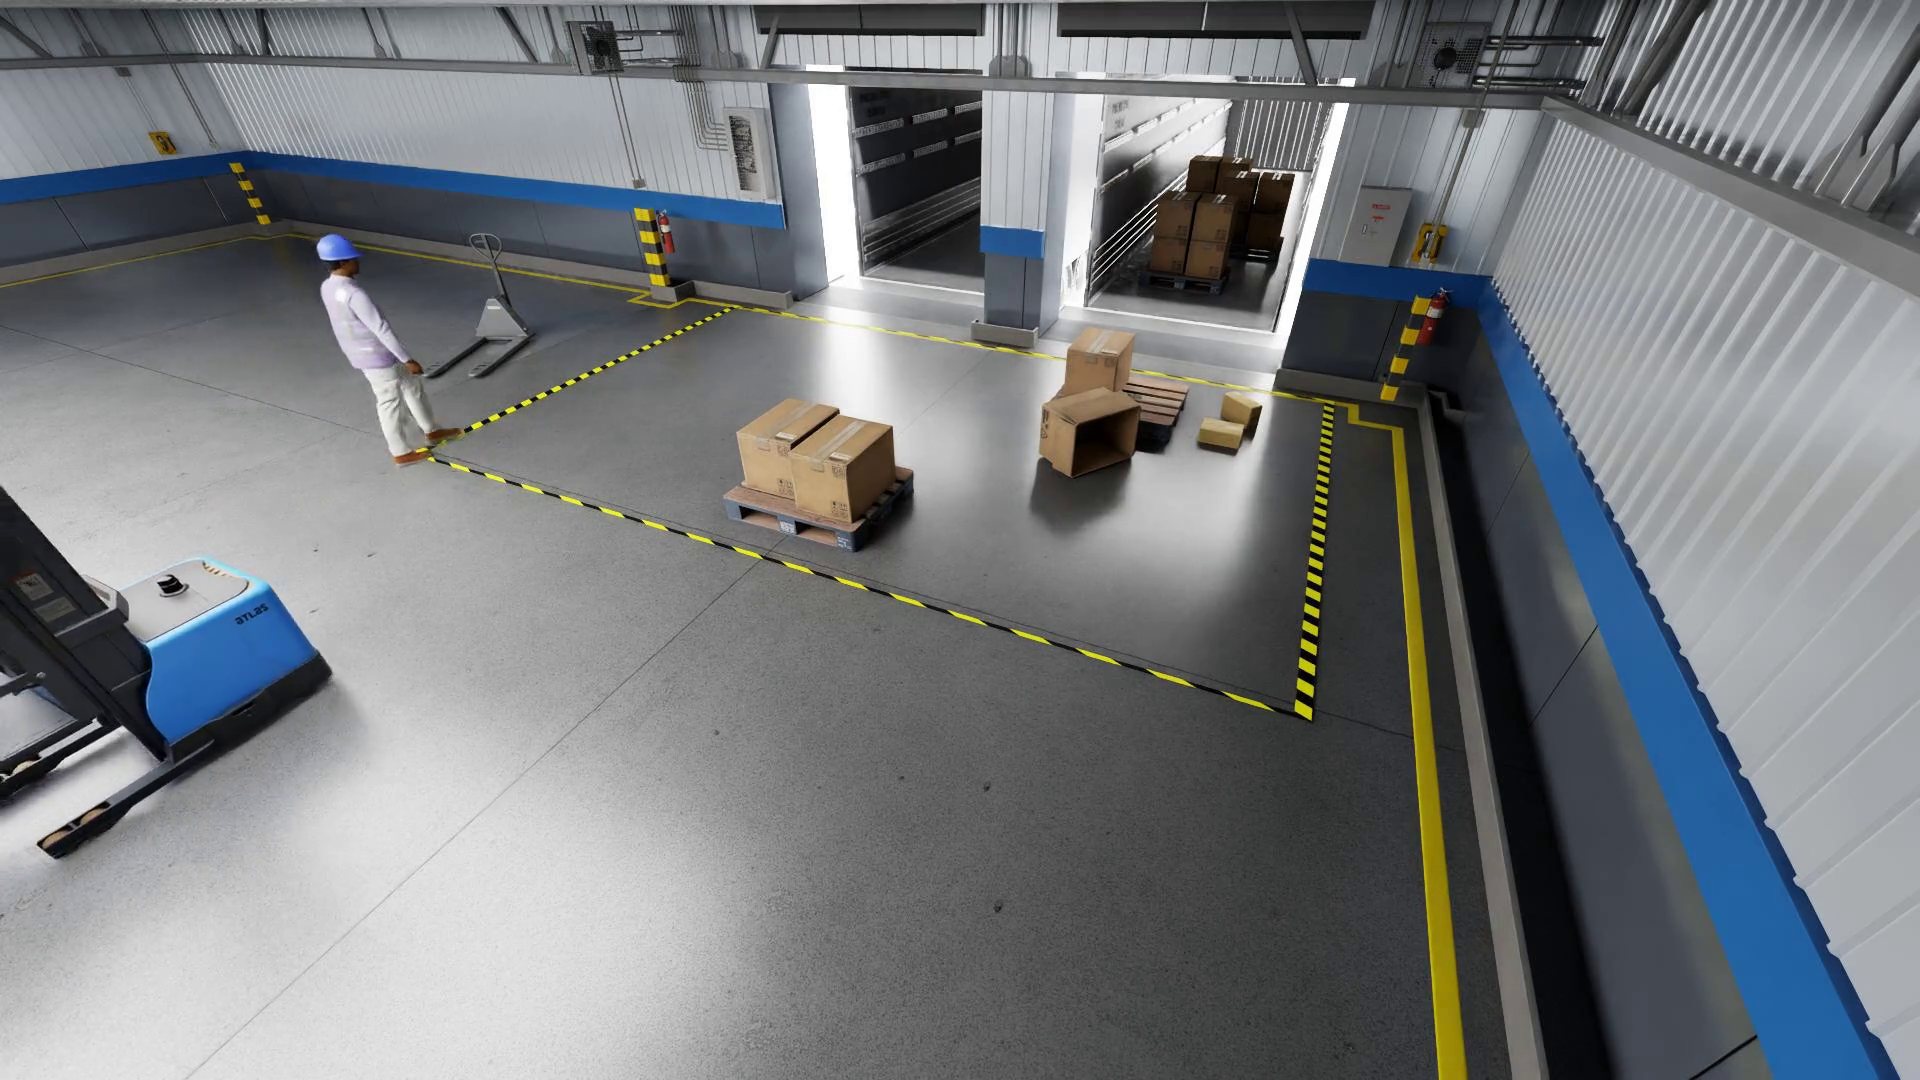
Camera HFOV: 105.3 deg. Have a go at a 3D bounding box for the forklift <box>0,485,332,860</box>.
[{"bbox_3d":[-4.292,0.179,3.679,0.716,2.013,0.776,15,38,20],"label":"forklift"}]

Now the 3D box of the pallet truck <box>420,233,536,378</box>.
[{"bbox_3d":[-5.664,-2.712,8.427,0.680,1.201,1.601,0,35,-1],"label":"pallet truck"}]

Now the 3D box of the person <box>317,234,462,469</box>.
[{"bbox_3d":[-4.879,-1.576,6.244,0.631,1.926,0.639,27,43,32],"label":"person"}]
